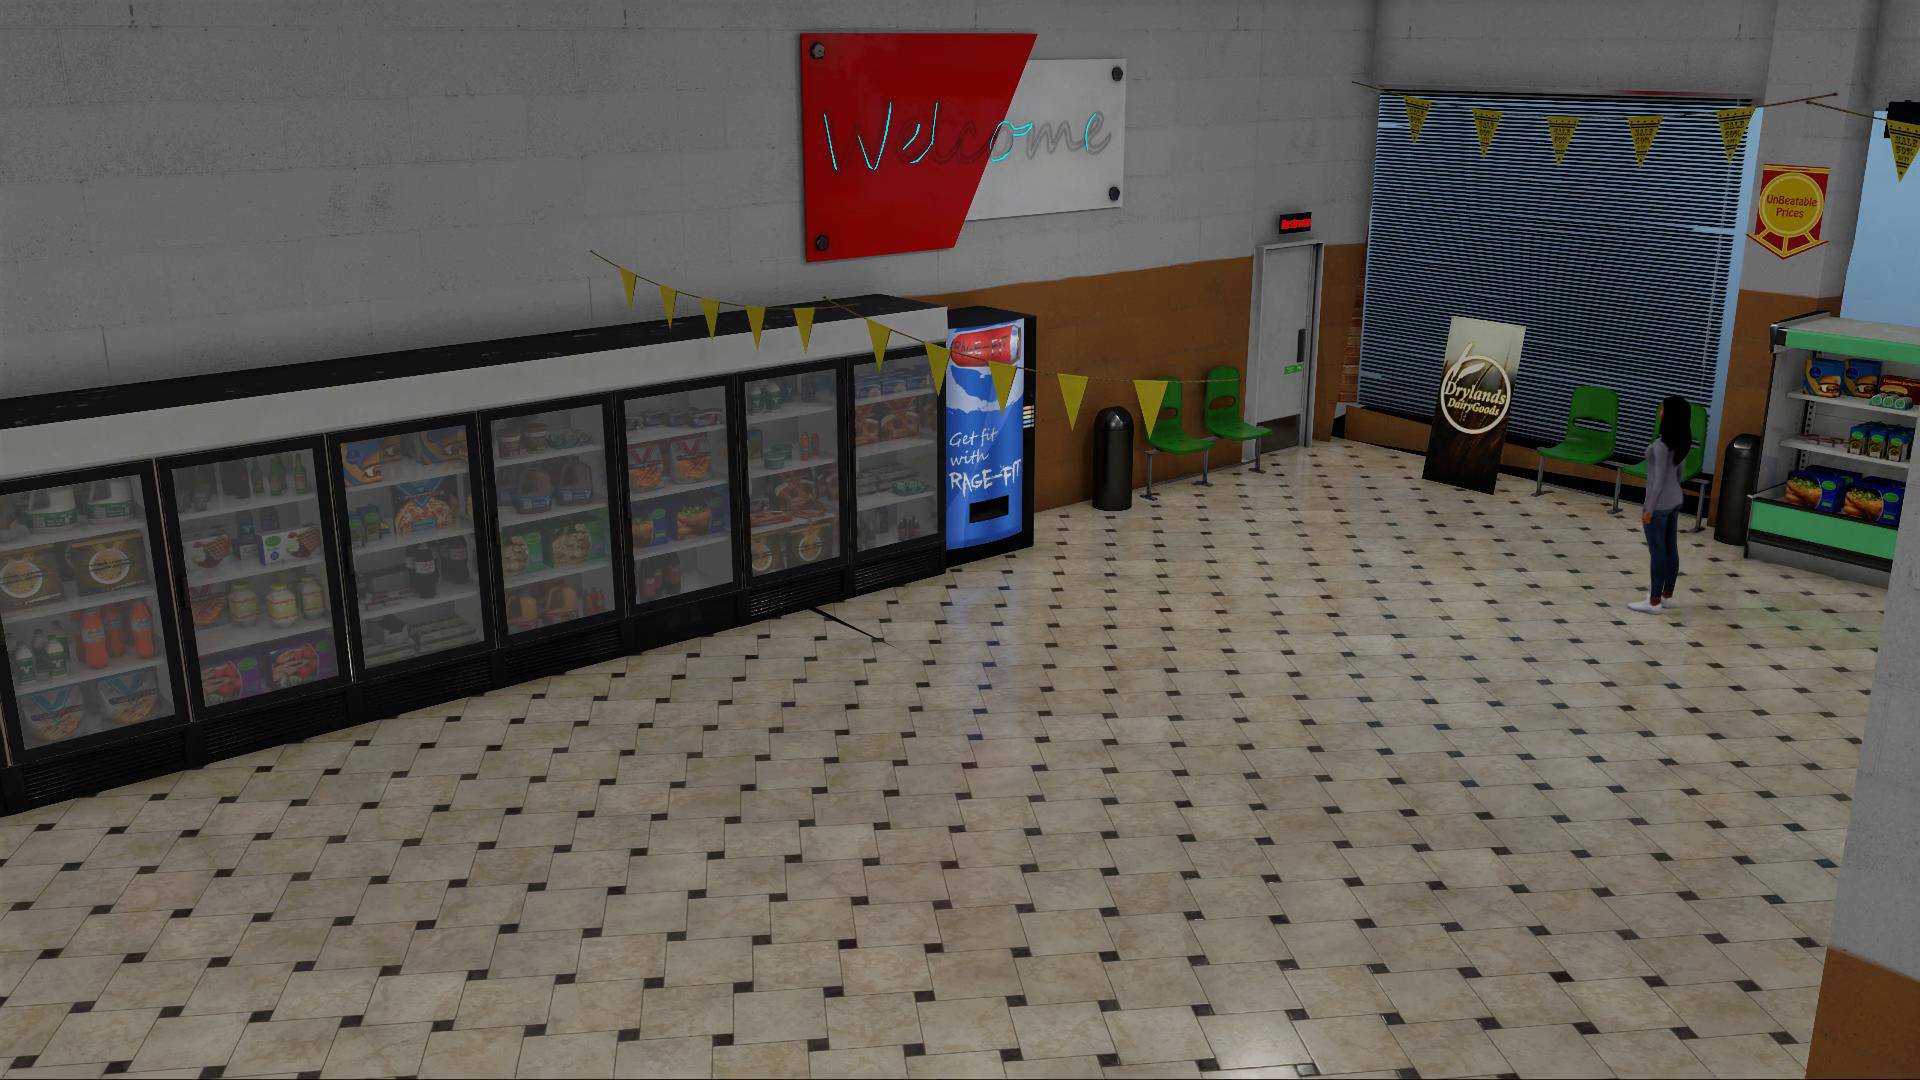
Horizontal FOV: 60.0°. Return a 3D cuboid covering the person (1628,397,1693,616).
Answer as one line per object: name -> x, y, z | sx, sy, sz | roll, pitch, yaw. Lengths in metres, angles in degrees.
person -> 5.572, -0.277, 13.140 | 0.603, 1.734, 0.508 | -14, 22, -38
